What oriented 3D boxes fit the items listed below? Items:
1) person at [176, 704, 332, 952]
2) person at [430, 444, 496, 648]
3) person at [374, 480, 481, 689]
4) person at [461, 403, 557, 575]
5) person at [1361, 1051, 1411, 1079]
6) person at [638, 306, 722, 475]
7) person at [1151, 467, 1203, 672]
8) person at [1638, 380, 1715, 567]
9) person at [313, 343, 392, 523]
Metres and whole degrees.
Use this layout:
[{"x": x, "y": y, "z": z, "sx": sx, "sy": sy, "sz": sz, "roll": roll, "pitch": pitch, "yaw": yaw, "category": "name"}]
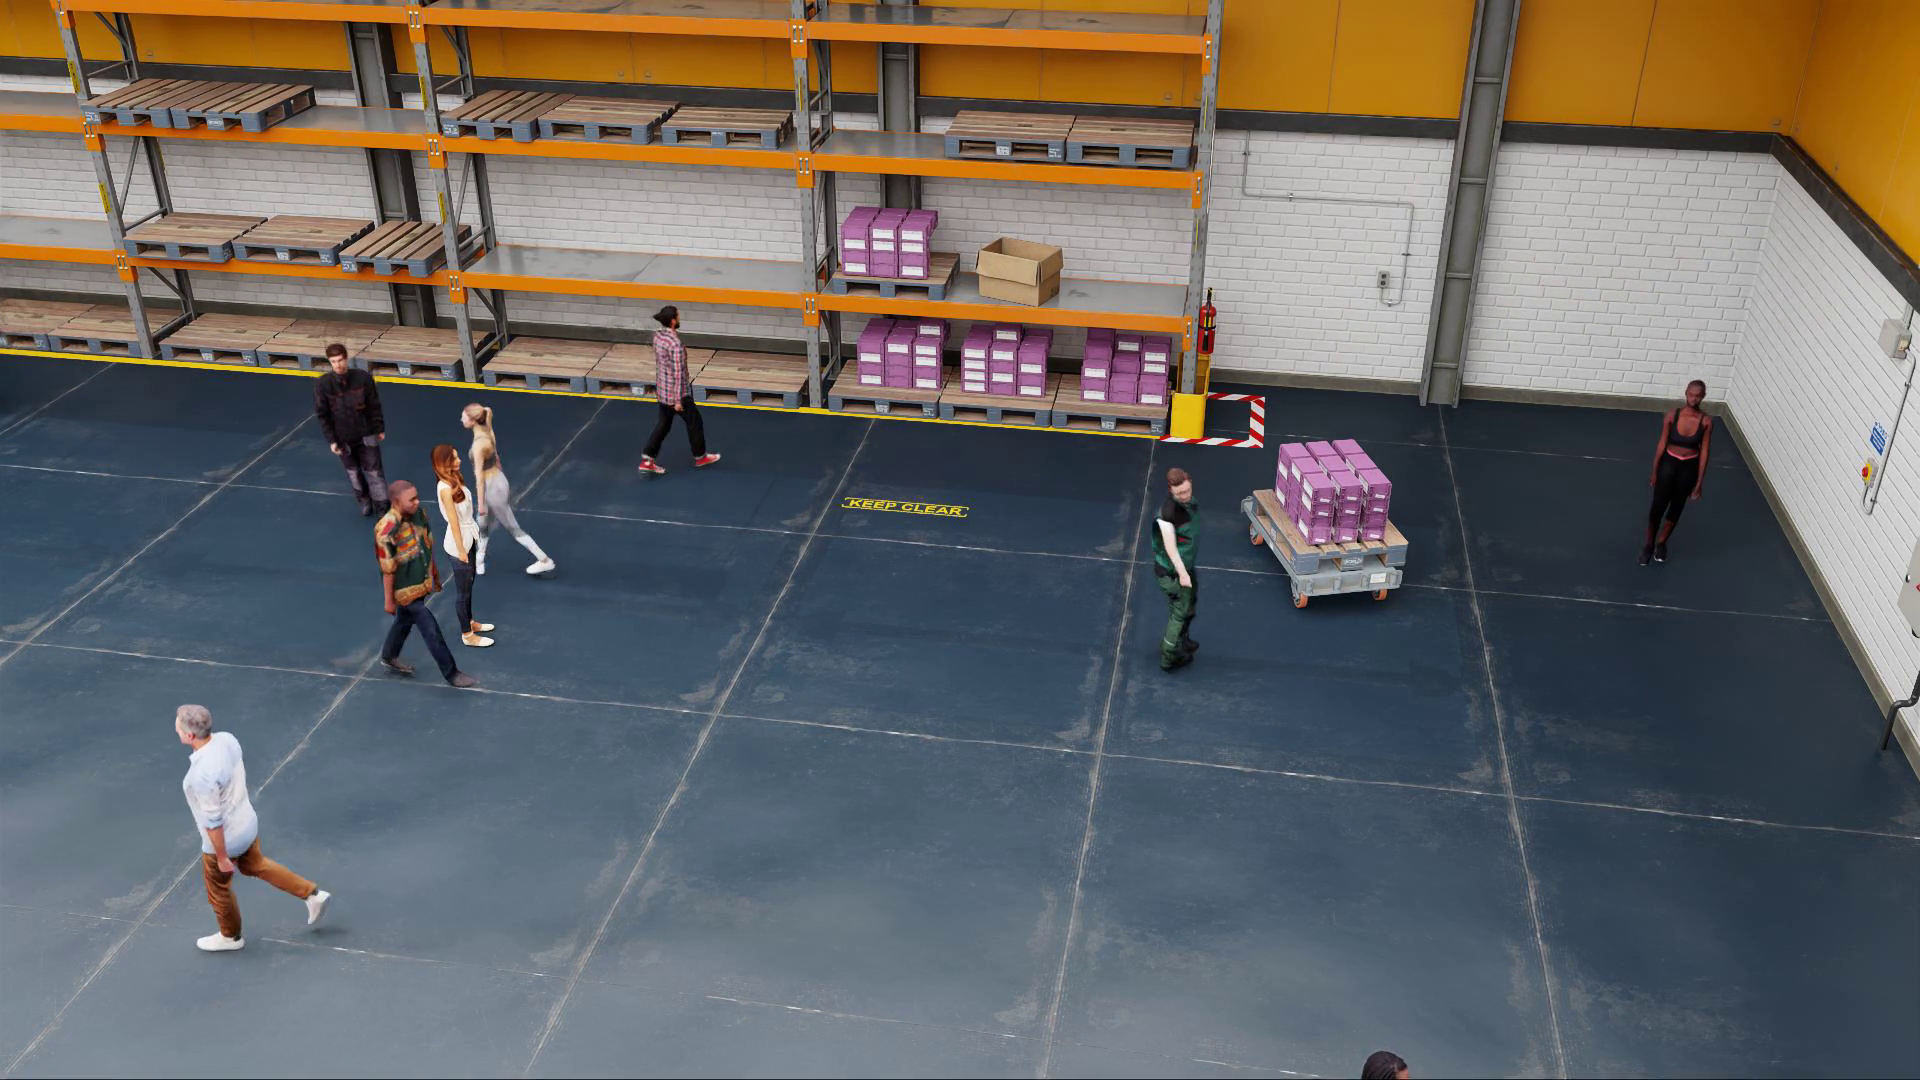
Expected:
[{"x": -4.449, "y": 1.792, "z": 10.307, "sx": 1.138, "sy": 1.804, "sz": 0.847, "roll": -2, "pitch": 29, "yaw": -3, "category": "person"}, {"x": -4.082, "y": 0.030, "z": 13.556, "sx": 0.627, "sy": 1.785, "sz": 0.652, "roll": -4, "pitch": 29, "yaw": -7, "category": "person"}, {"x": -4.371, "y": 0.348, "z": 13.004, "sx": 1.220, "sy": 1.755, "sz": 0.784, "roll": 10, "pitch": 30, "yaw": 17, "category": "person"}, {"x": -3.959, "y": -0.394, "z": 14.466, "sx": 1.182, "sy": 1.658, "sz": 0.788, "roll": -1, "pitch": 29, "yaw": -2, "category": "person"}, {"x": 1.969, "y": 3.111, "z": 7.970, "sx": 0.529, "sy": 1.725, "sz": 0.610, "roll": 7, "pitch": 29, "yaw": 12, "category": "person"}, {"x": -2.878, "y": -1.431, "z": 16.281, "sx": 1.172, "sy": 1.741, "sz": 1.162, "roll": -23, "pitch": 36, "yaw": -35, "category": "person"}, {"x": 1.700, "y": 0.221, "z": 13.194, "sx": 0.694, "sy": 1.796, "sz": 0.812, "roll": 4, "pitch": 29, "yaw": 8, "category": "person"}, {"x": 6.411, "y": -0.638, "z": 14.823, "sx": 0.689, "sy": 1.746, "sz": 0.697, "roll": 9, "pitch": 30, "yaw": 17, "category": "person"}, {"x": -5.624, "y": -1.010, "z": 15.446, "sx": 1.139, "sy": 1.801, "sz": 1.080, "roll": -9, "pitch": 30, "yaw": -17, "category": "person"}]
